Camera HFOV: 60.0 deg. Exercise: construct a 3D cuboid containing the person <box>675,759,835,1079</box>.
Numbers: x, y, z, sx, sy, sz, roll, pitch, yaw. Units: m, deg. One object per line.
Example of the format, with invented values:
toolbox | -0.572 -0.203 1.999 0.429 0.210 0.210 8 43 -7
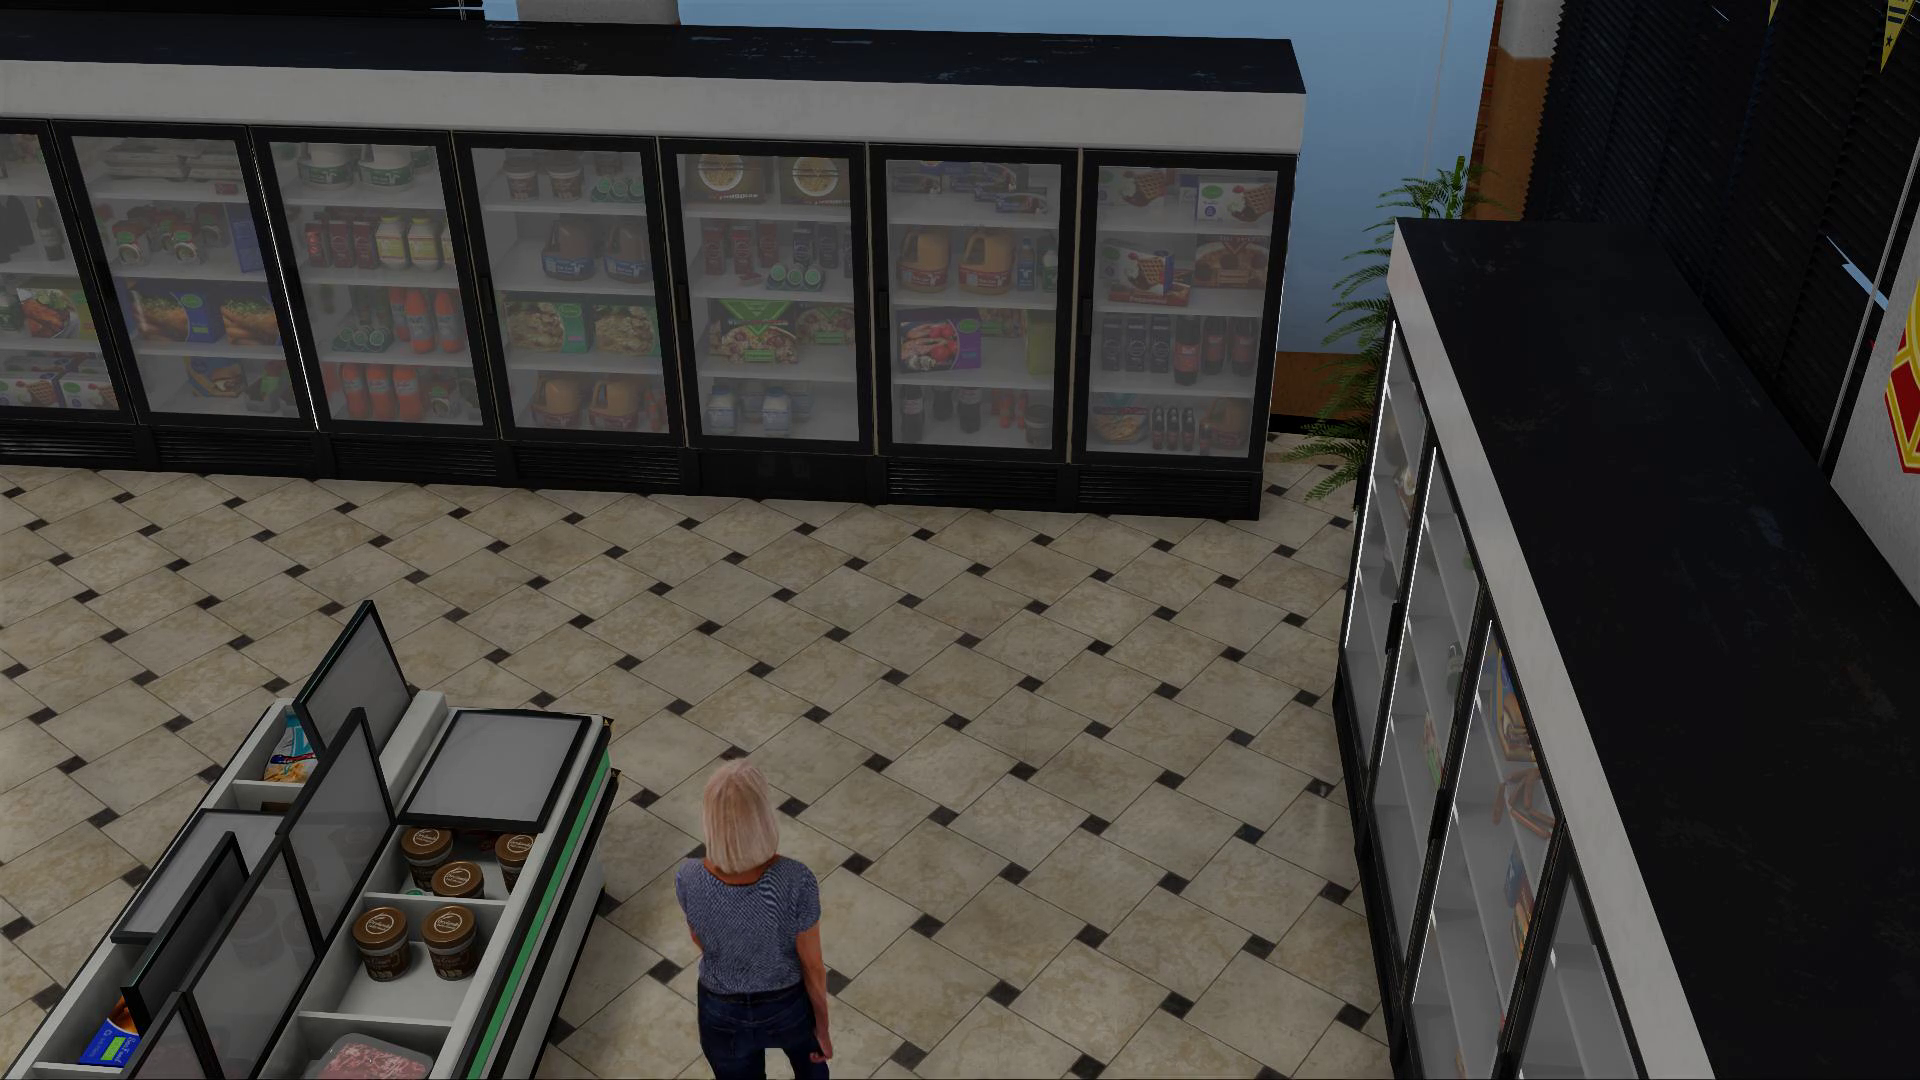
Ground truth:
person | -0.591 1.421 4.780 0.624 1.702 0.833 -1 32 -1
